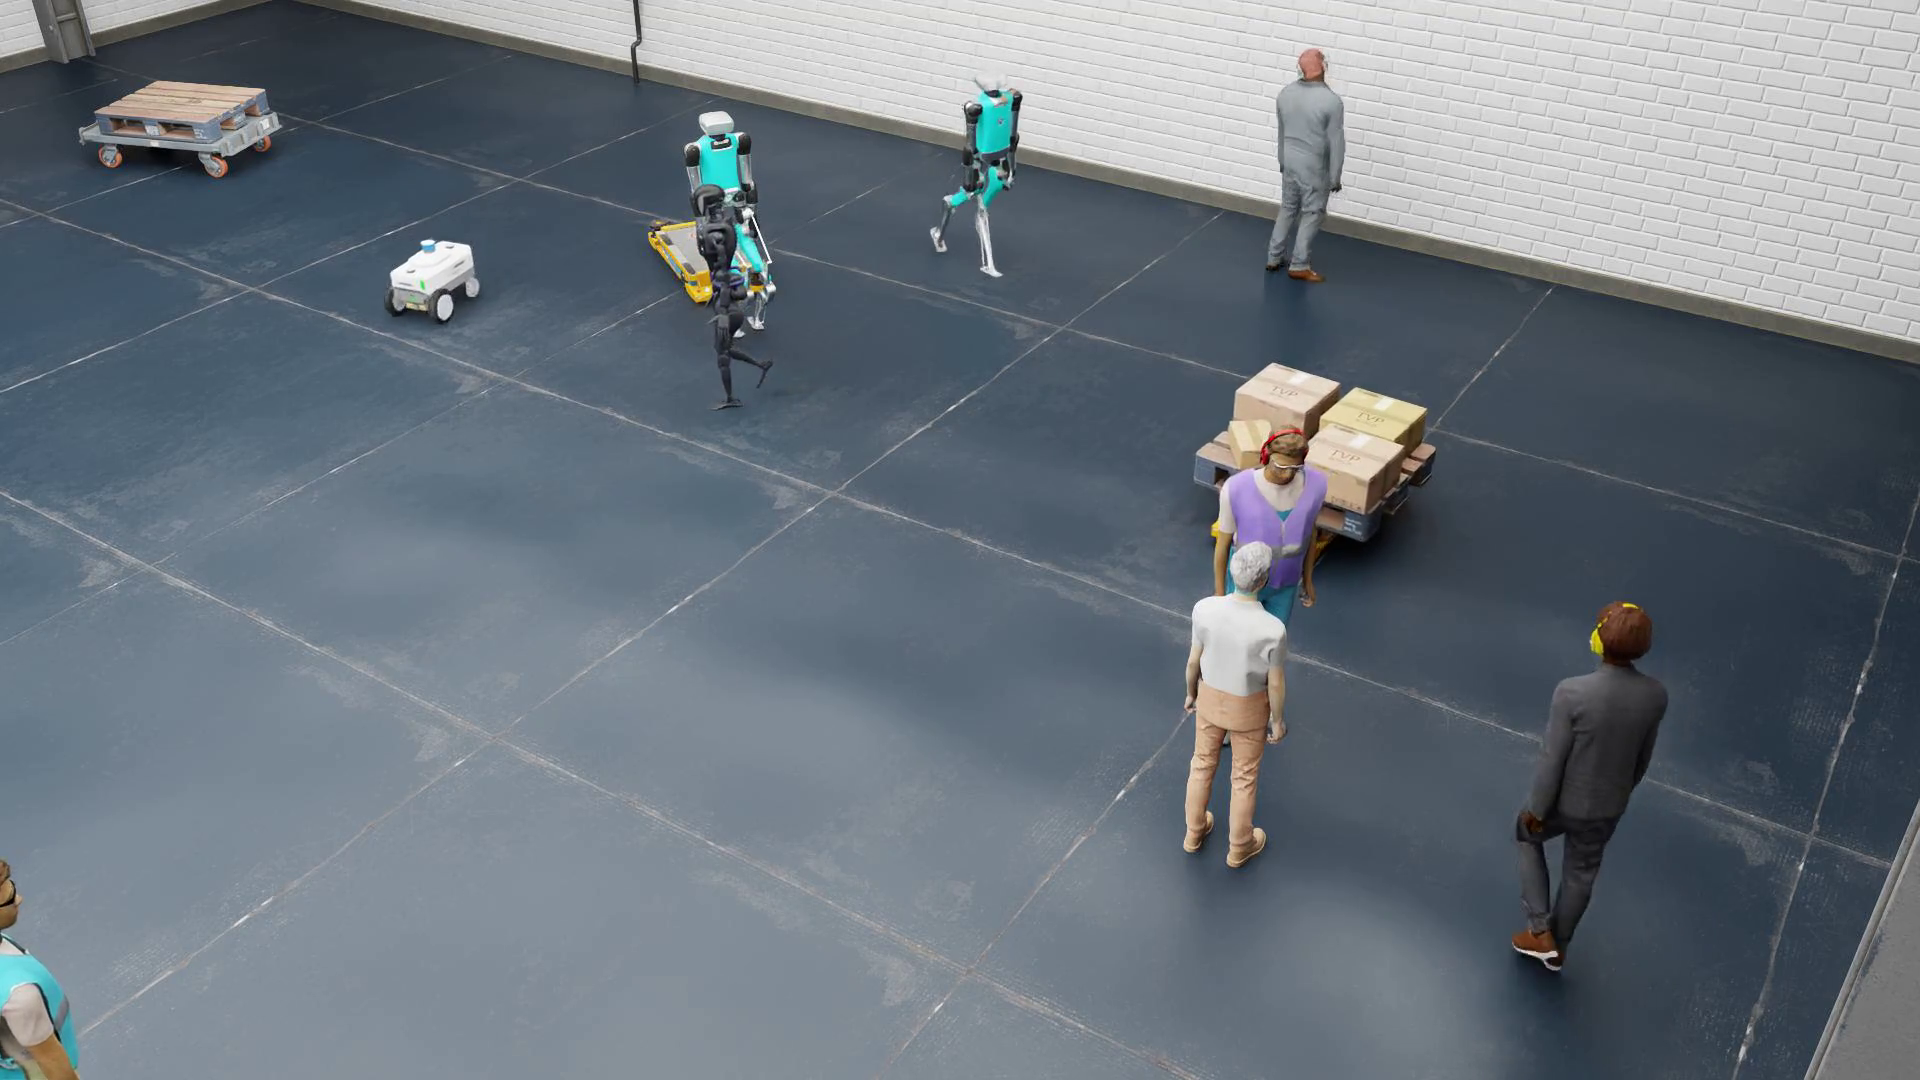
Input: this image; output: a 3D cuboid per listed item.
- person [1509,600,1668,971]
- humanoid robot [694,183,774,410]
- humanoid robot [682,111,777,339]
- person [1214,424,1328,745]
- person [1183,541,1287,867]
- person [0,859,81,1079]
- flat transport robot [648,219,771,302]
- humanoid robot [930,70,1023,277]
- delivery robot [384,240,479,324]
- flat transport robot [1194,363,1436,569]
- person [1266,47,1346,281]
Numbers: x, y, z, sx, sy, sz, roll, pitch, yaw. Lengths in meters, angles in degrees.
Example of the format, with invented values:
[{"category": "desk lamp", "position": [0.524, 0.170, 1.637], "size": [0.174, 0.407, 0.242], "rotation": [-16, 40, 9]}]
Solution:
[{"category": "person", "position": [2.656, 1.072, 7.118], "size": [0.520, 1.855, 0.426], "rotation": [-3, 33, -4]}, {"category": "humanoid robot", "position": [-1.572, -1.687, 11.592], "size": [0.520, 1.643, 0.601], "rotation": [-8, 34, -12]}, {"category": "humanoid robot", "position": [-1.634, -2.276, 12.316], "size": [0.533, 1.677, 0.735], "rotation": [-20, 38, -28]}, {"category": "person", "position": [1.544, 0.210, 8.479], "size": [0.564, 1.837, 0.388], "rotation": [-8, 34, -12]}, {"category": "person", "position": [1.269, 0.765, 7.699], "size": [0.492, 1.744, 0.303], "rotation": [18, 37, 25]}, {"category": "person", "position": [-3.286, 1.877, 5.881], "size": [0.564, 1.841, 0.382], "rotation": [21, 38, 29]}, {"category": "flat transport robot", "position": [-2.112, -2.384, 13.966], "size": [0.659, 0.231, 1.431], "rotation": [-14, 35, -20]}, {"category": "humanoid robot", "position": [0.056, -3.078, 13.696], "size": [0.563, 1.749, 0.992], "rotation": [-22, 39, -30]}, {"category": "delivery robot", "position": [-4.198, -2.078, 13.233], "size": [0.499, 0.603, 0.794], "rotation": [11, 34, 17]}, {"category": "flat transport robot", "position": [2.259, -0.295, 10.715], "size": [0.659, 0.231, 1.431], "rotation": [22, 39, 30]}, {"category": "person", "position": [2.816, -3.008, 13.455], "size": [0.420, 1.891, 0.694], "rotation": [-20, 38, -28]}]
